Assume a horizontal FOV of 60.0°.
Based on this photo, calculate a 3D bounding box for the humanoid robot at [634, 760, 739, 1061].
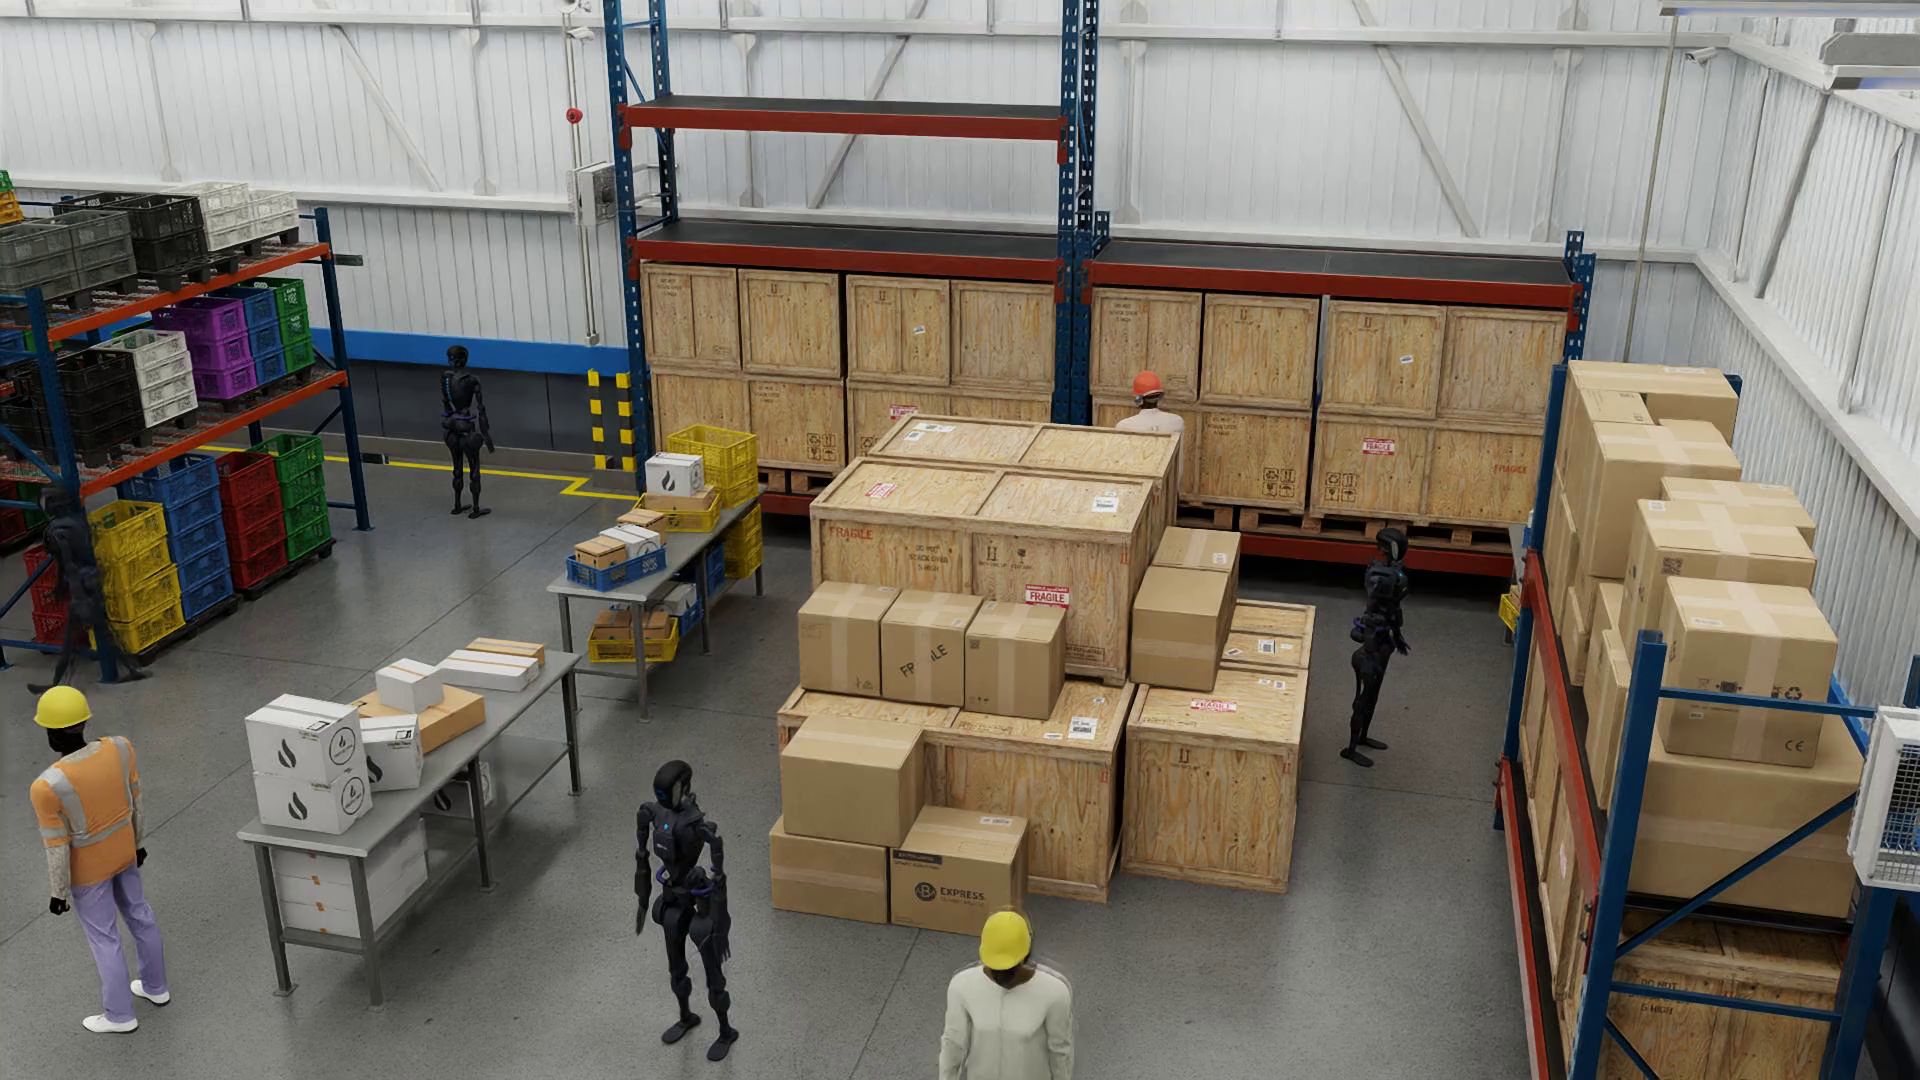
[{"bbox_3d":[-1.363,1.828,8.288,0.571,1.650,0.330,11,24,27],"label":"humanoid robot"}]

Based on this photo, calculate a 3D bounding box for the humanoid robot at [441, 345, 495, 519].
[{"bbox_3d":[-4.704,-1.041,15.798,0.565,1.653,0.344,13,25,31],"label":"humanoid robot"}]

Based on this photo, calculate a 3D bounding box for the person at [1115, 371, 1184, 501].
[{"bbox_3d":[1.536,-0.424,13.772,0.626,1.982,0.424,-4,21,-11],"label":"person"}]

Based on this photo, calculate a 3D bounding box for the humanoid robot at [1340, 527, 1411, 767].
[{"bbox_3d":[2.831,0.693,11.239,0.313,1.657,0.601,14,25,33],"label":"humanoid robot"}]

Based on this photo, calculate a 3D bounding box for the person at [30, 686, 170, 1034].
[{"bbox_3d":[-4.395,1.627,8.468,0.365,1.928,0.584,7,22,19],"label":"person"}]

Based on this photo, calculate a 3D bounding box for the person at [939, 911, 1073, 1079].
[{"bbox_3d":[0.169,2.326,6.910,0.541,1.719,0.879,5,22,14],"label":"person"}]

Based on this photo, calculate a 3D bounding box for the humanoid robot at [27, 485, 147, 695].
[{"bbox_3d":[-6.502,0.372,12.170,0.791,1.615,0.582,-7,22,-18],"label":"humanoid robot"}]
